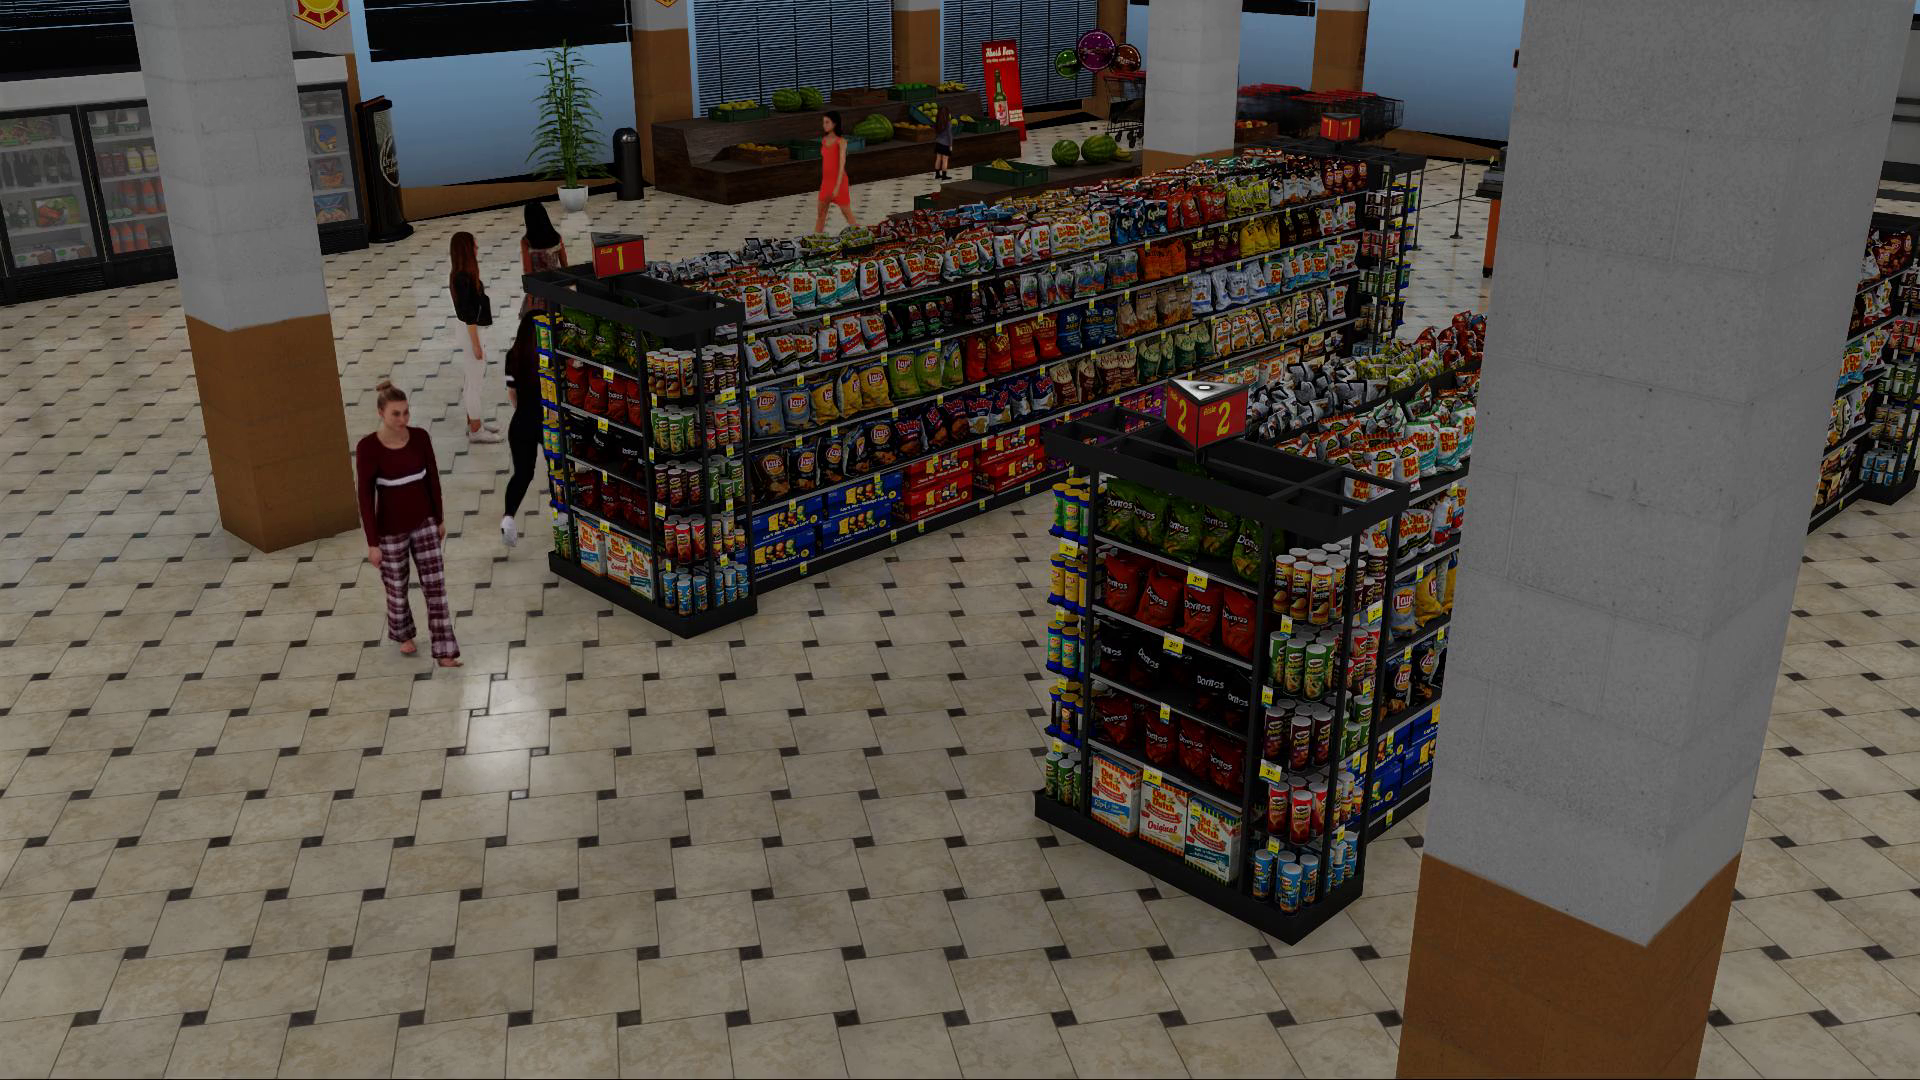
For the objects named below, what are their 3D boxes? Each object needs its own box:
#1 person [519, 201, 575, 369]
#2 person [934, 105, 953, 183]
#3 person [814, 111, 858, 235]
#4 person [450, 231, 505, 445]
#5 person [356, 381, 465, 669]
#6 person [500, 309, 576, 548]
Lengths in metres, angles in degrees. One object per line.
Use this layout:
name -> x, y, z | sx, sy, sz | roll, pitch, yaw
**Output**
person -> -3.653, -2.167, 14.867 | 1.158, 1.584, 0.848 | -13, 25, -30
person -> -0.257, -5.958, 24.948 | 0.435, 1.103, 0.467 | -20, 29, -41
person -> -1.428, -4.238, 19.917 | 0.671, 1.664, 1.141 | 16, 27, 35
person -> -3.939, -1.640, 13.398 | 0.664, 1.703, 0.680 | -8, 23, -18
person -> -3.230, -0.092, 9.585 | 0.944, 1.673, 0.796 | -16, 27, -35
person -> -2.909, -0.731, 11.270 | 0.956, 1.602, 1.184 | 6, 23, 14
